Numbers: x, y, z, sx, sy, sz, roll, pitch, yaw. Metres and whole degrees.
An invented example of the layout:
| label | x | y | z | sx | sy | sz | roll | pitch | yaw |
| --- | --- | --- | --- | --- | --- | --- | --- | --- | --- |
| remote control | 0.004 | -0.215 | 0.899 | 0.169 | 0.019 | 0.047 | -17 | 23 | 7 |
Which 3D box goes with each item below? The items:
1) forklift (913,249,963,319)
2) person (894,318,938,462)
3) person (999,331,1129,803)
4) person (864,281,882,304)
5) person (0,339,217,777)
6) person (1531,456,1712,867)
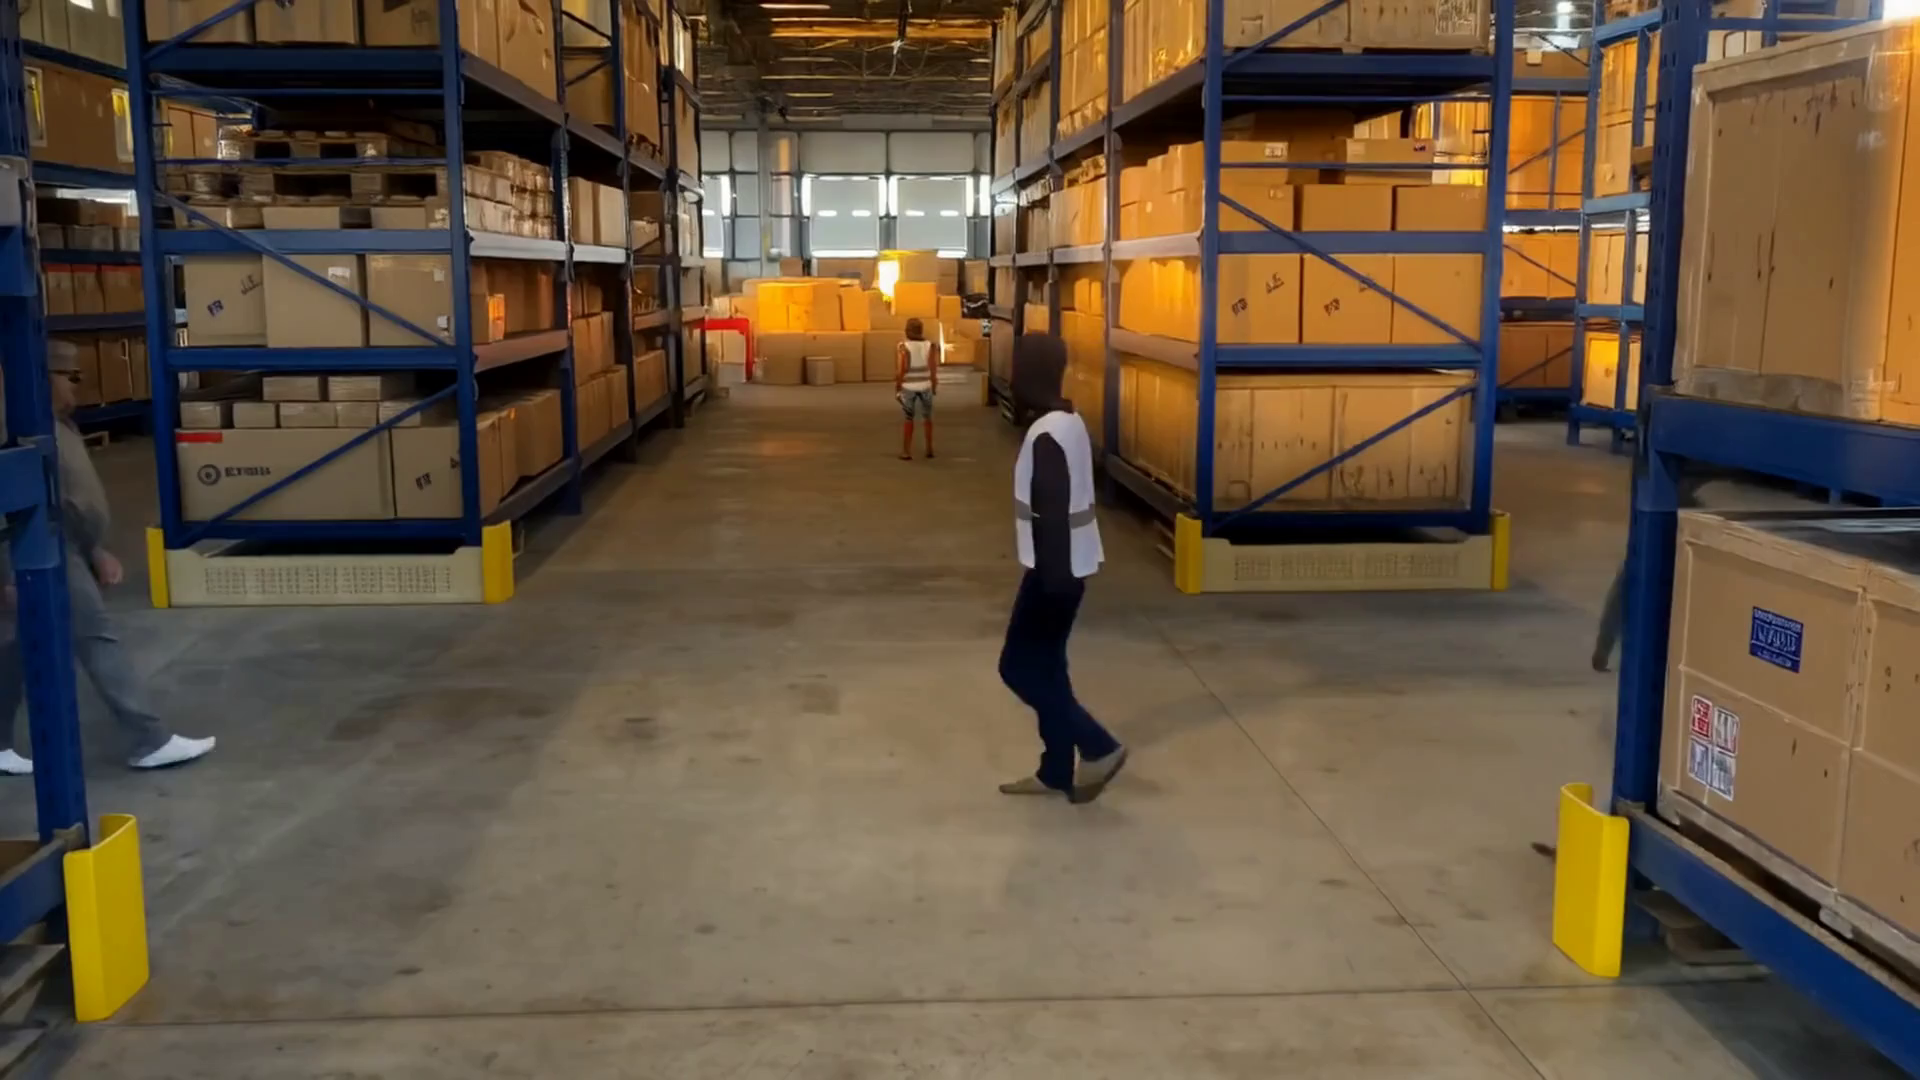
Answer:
| label | x | y | z | sx | sy | sz | roll | pitch | yaw |
| --- | --- | --- | --- | --- | --- | --- | --- | --- | --- |
| forklift | -0.943 | -6.621 | 45.902 | 1.873 | 2.768 | 1.129 | -5 | 10 | -29 |
| person | -0.498 | -1.707 | 18.943 | 0.523 | 1.636 | 0.311 | -4 | 10 | -22 |
| person | 0.375 | 0.127 | 6.610 | 0.458 | 1.904 | 0.590 | 2 | 9 | 11 |
| person | -3.003 | -7.962 | 57.374 | 0.676 | 1.912 | 0.451 | -3 | 9 | -16 |
| person | -3.758 | 0.087 | 6.992 | 0.986 | 1.856 | 0.656 | -4 | 10 | -24 |
| person | 2.377 | 0.401 | 5.833 | 0.825 | 1.596 | 0.522 | -1 | 9 | -4 |
